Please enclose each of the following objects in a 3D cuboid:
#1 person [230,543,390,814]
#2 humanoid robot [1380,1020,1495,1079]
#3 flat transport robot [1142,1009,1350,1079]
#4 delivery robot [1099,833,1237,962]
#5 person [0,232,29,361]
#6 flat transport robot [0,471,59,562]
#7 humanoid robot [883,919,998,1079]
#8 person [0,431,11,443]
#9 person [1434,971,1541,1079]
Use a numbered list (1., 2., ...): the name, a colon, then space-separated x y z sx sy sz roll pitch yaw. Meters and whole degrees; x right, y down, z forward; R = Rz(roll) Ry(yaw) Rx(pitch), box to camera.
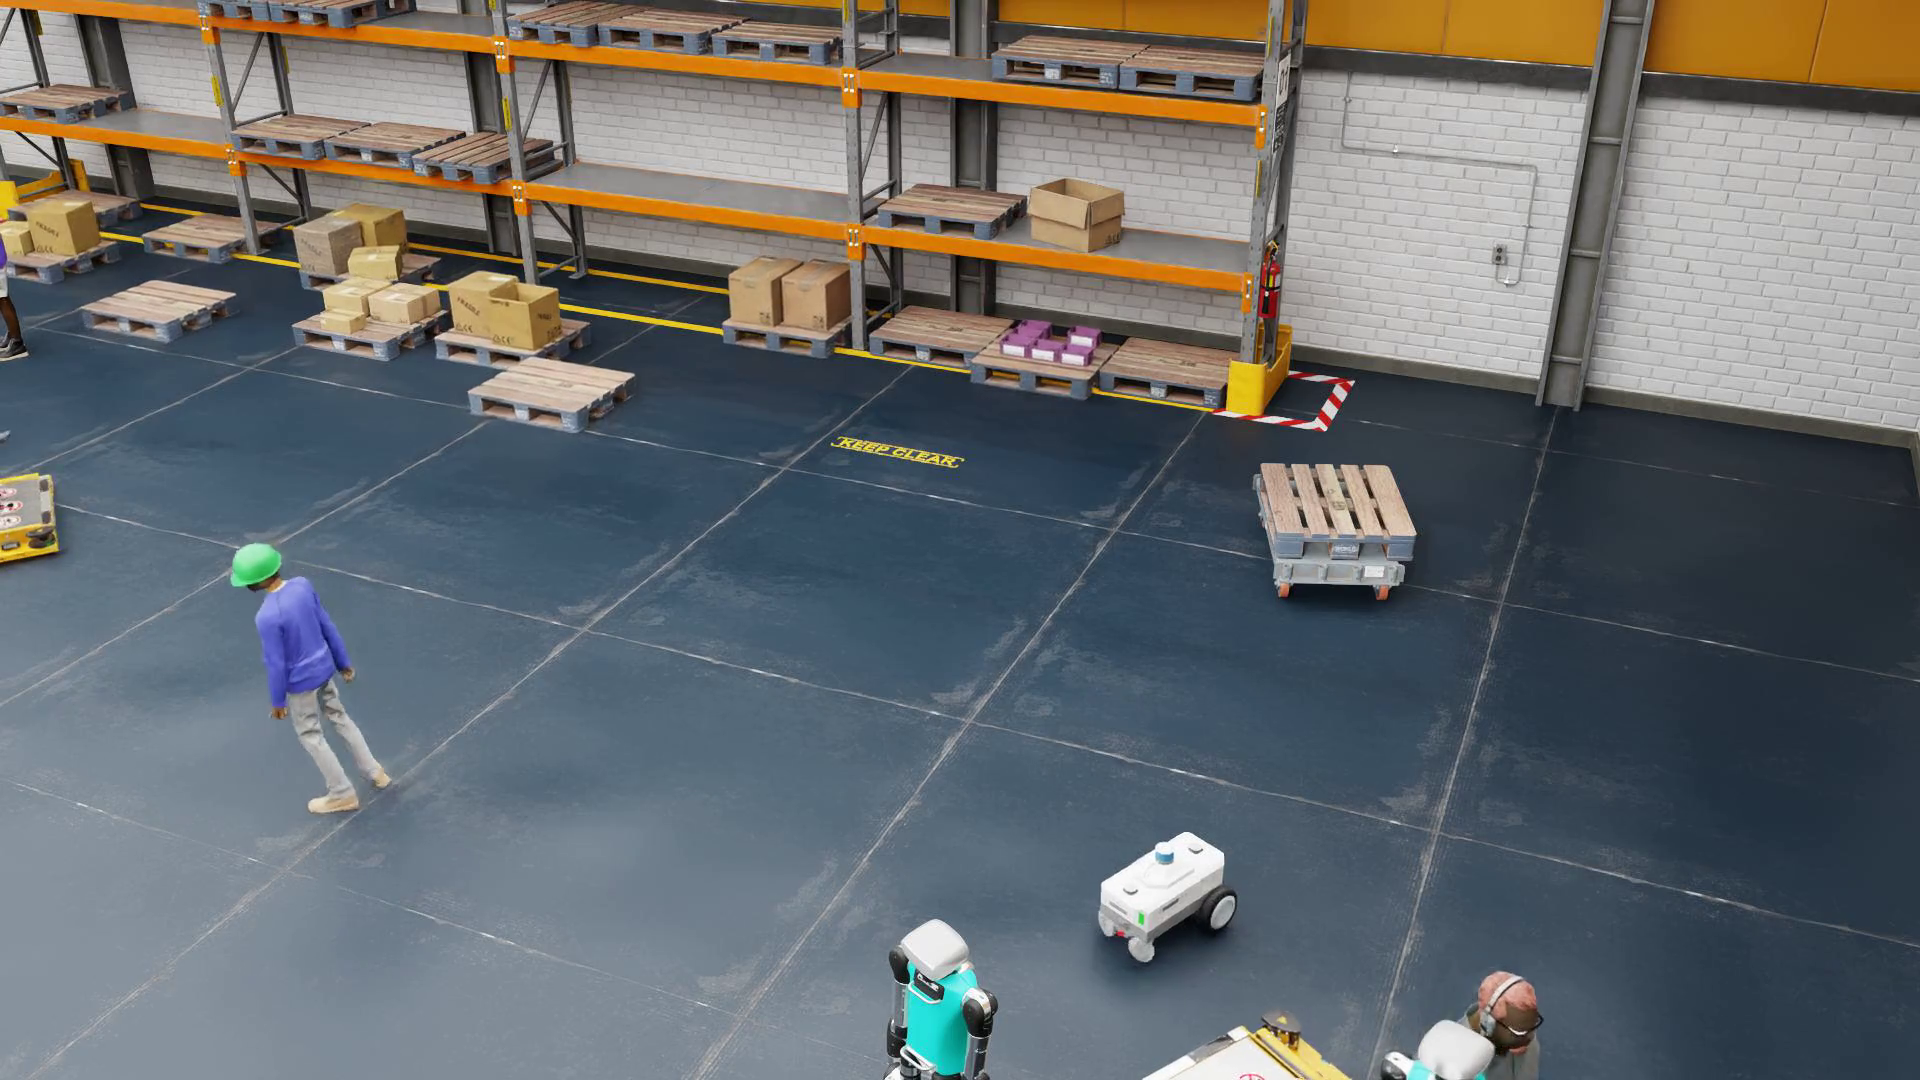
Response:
1. person: -3.795 0.785 9.711 0.465 1.829 0.590 7 28 14
2. humanoid robot: 1.966 2.494 6.561 0.538 1.817 0.806 18 32 31
3. flat transport robot: 1.185 2.699 7.698 1.431 0.231 0.659 -17 32 -30
4. delivery robot: 1.111 1.892 8.967 0.781 0.609 0.499 -22 35 -36
5. person: -9.607 -2.755 16.424 0.362 1.965 0.611 -14 31 -26
6. flat transport robot: -7.615 -0.194 13.307 0.659 0.231 1.431 -13 30 -24
7. humanoid robot: -0.242 2.344 6.640 0.735 1.677 0.533 -24 36 -38
8. person: -8.852 -1.531 14.139 0.923 1.890 0.598 -6 28 -12
9. person: 2.048 2.459 6.419 0.663 1.867 0.887 -19 33 -32
